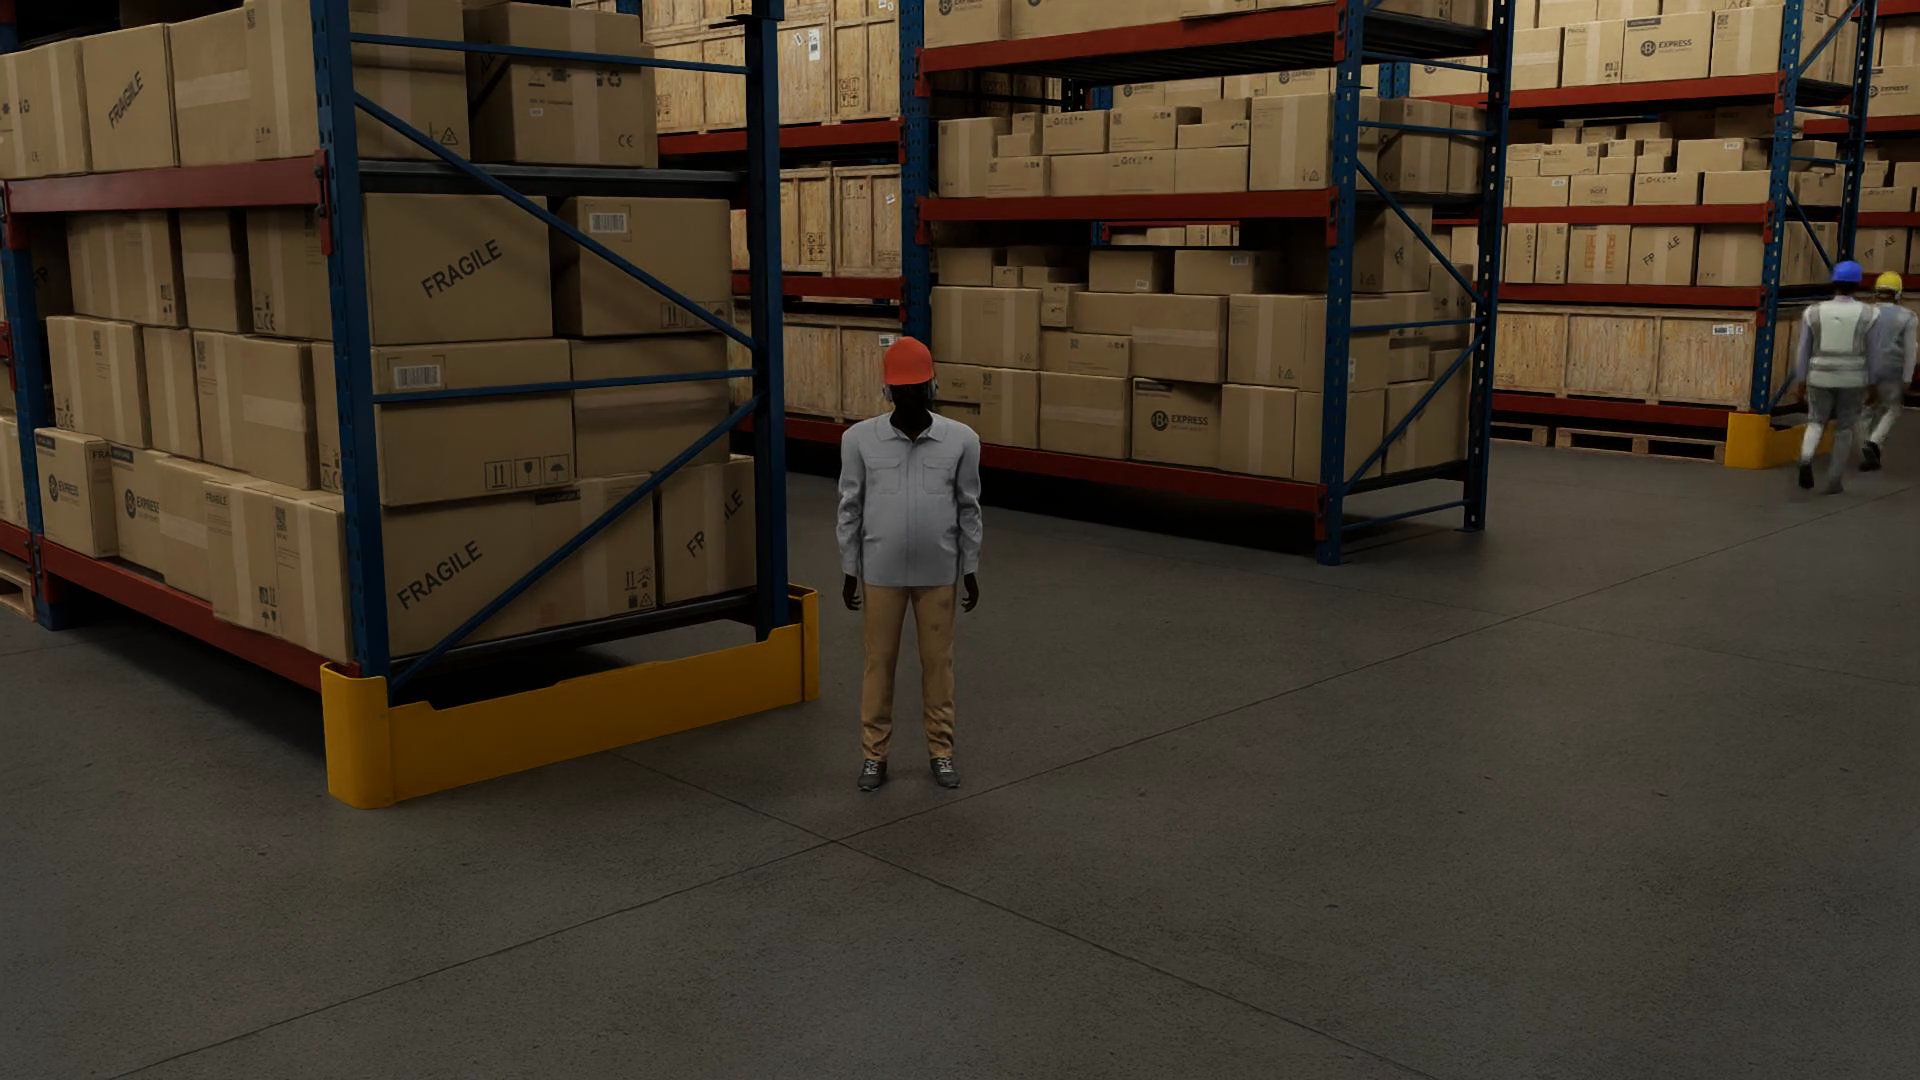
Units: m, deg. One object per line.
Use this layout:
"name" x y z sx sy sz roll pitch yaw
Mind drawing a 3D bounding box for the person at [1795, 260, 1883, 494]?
"person" 7.181 -1.316 13.619 0.613 1.932 0.519 9 13 39

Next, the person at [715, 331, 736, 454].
"person" -2.134 -1.254 13.282 1.043 1.942 0.615 9 13 39

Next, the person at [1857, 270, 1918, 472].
"person" 8.221 -1.495 14.895 0.513 1.819 0.597 -9 14 -40

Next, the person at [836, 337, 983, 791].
"person" -0.192 0.097 6.400 0.568 1.751 0.329 -1 10 -5
